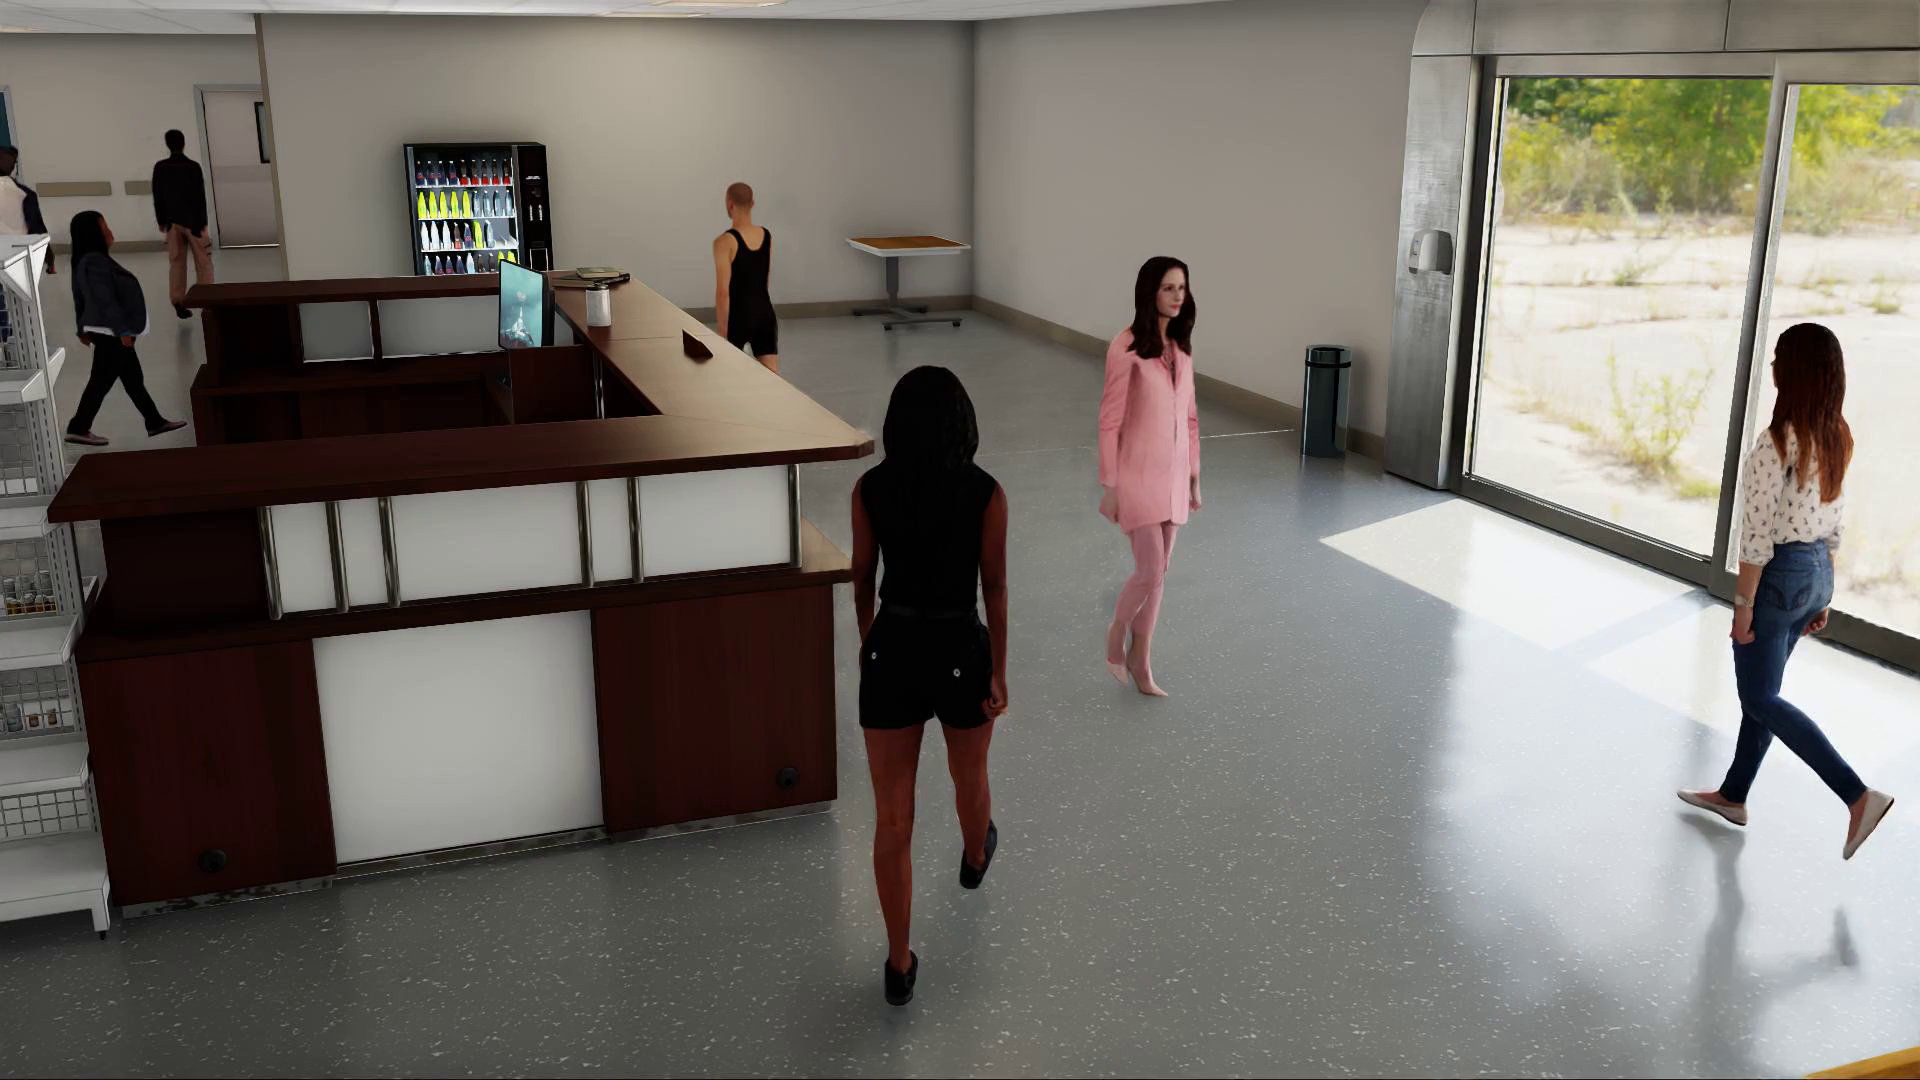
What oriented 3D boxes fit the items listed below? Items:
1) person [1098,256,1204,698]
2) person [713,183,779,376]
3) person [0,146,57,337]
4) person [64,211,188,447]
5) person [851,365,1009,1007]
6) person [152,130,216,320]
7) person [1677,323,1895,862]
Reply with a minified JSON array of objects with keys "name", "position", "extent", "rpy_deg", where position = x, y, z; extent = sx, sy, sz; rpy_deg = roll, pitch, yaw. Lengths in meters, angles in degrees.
[{"name":"person","position":[0.704,-0.246,6.719],"extent":[0.673,1.793,0.778],"rpy_deg":[-12,19,-35]},{"name":"person","position":[-1.283,-1.327,10.590],"extent":[0.998,1.774,1.143],"rpy_deg":[15,22,43]},{"name":"person","position":[-7.947,-2.311,13.888],"extent":[0.747,1.877,0.875],"rpy_deg":[1,16,2]},{"name":"person","position":[-5.806,-1.386,11.188],"extent":[1.125,1.562,0.882],"rpy_deg":[-12,20,-36]},{"name":"person","position":[-0.106,0.430,4.516],"extent":[1.163,1.687,0.993],"rpy_deg":[1,16,5]},{"name":"person","position":[-7.900,-3.156,16.887],"extent":[1.293,1.876,0.968],"rpy_deg":[-2,16,-7]},{"name":"person","position":[2.727,0.187,5.337],"extent":[0.967,1.709,0.744],"rpy_deg":[-9,18,-30]}]
